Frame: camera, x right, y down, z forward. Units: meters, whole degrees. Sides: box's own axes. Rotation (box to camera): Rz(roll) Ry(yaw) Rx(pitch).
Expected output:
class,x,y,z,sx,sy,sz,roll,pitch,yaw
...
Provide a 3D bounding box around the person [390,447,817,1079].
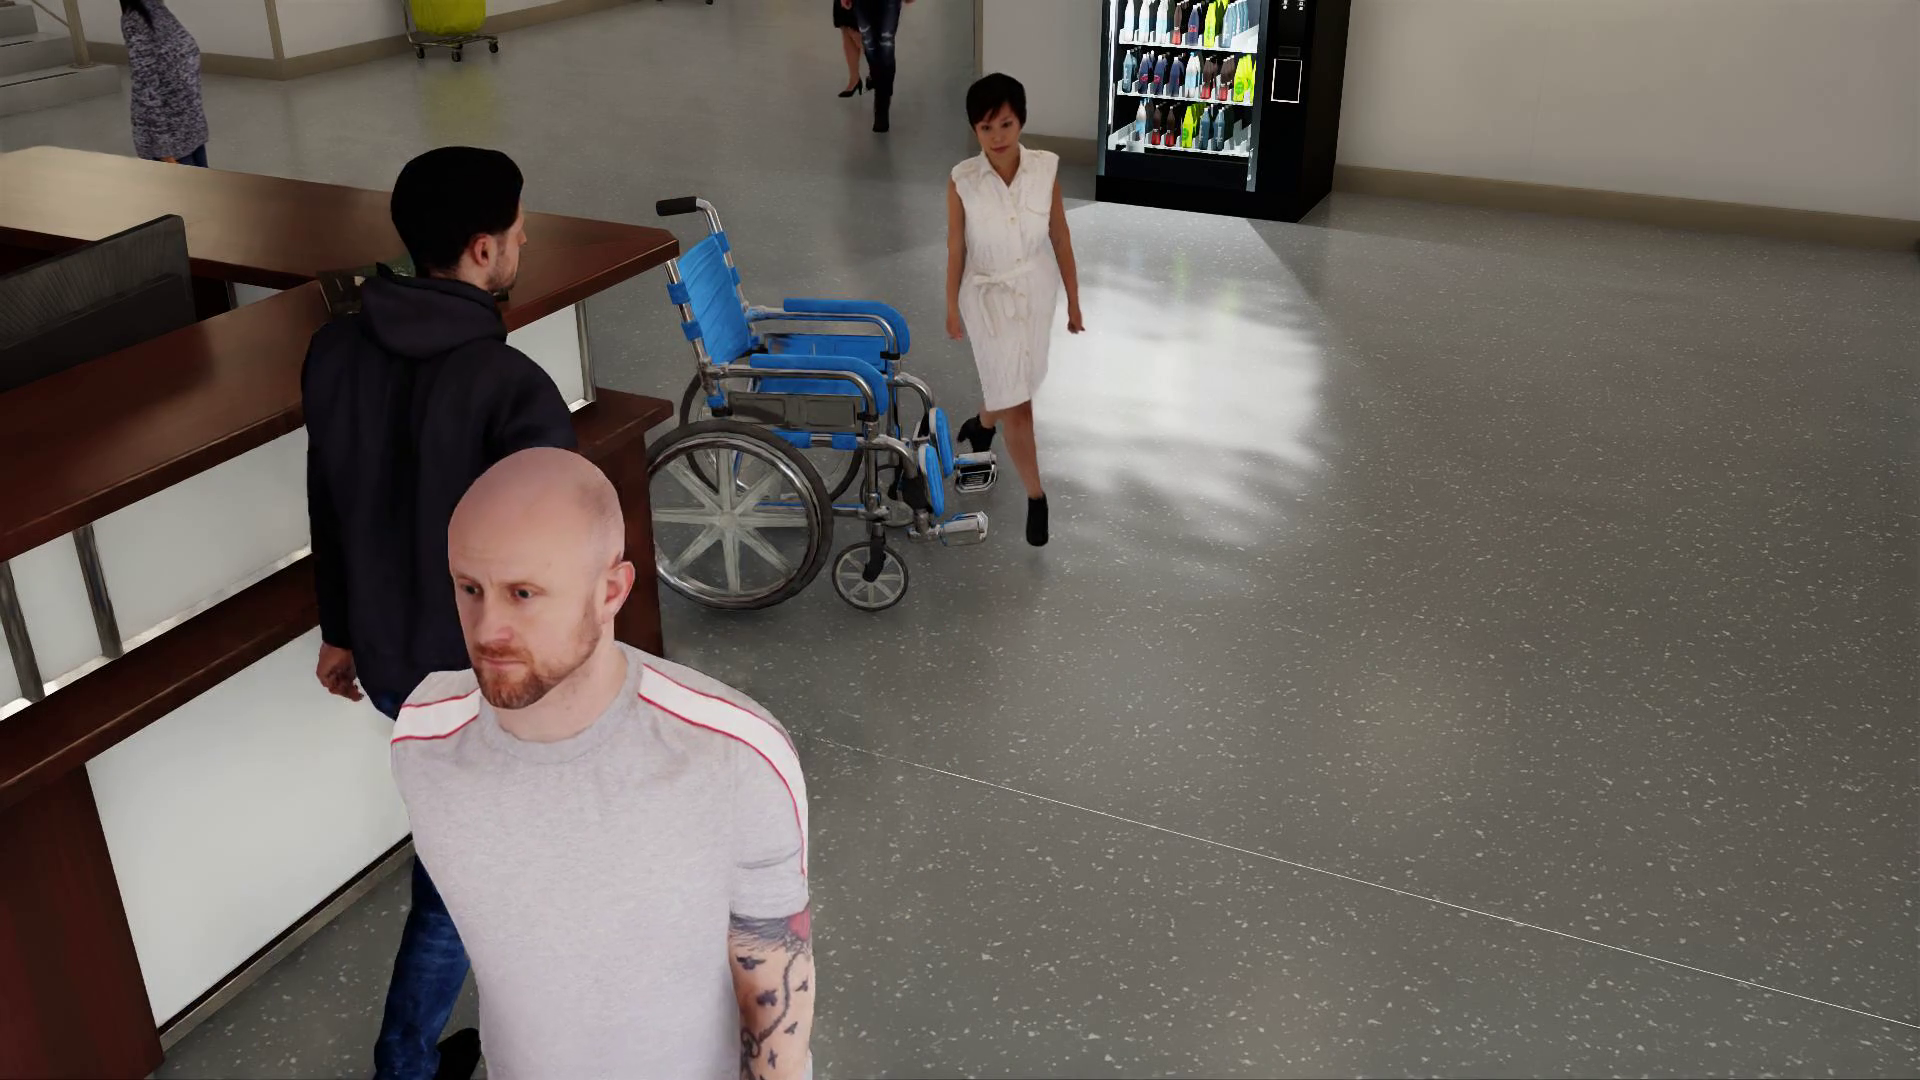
class,x,y,z,sx,sy,sz,roll,pitch,yaw
person,-0.353,0.703,2.172,1.216,1.782,0.923,5,26,11

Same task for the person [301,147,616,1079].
class,x,y,z,sx,sy,sz,roll,pitch,yaw
person,-0.968,0.289,2.977,1.099,1.830,0.787,12,28,23

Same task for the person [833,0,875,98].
class,x,y,z,sx,sy,sz,roll,pitch,yaw
person,-0.731,-4.135,12.344,0.684,1.661,0.843,19,31,33

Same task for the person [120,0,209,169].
class,x,y,z,sx,sy,sz,roll,pitch,yaw
person,-3.467,-1.757,7.332,0.695,1.731,0.689,-3,26,-5

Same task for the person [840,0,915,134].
class,x,y,z,sx,sy,sz,roll,pitch,yaw
person,-0.567,-3.808,11.441,1.230,1.856,1.019,2,26,4

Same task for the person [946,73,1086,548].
class,x,y,z,sx,sy,sz,roll,pitch,yaw
person,0.136,-0.785,5.568,0.994,1.513,1.032,-9,27,-18
